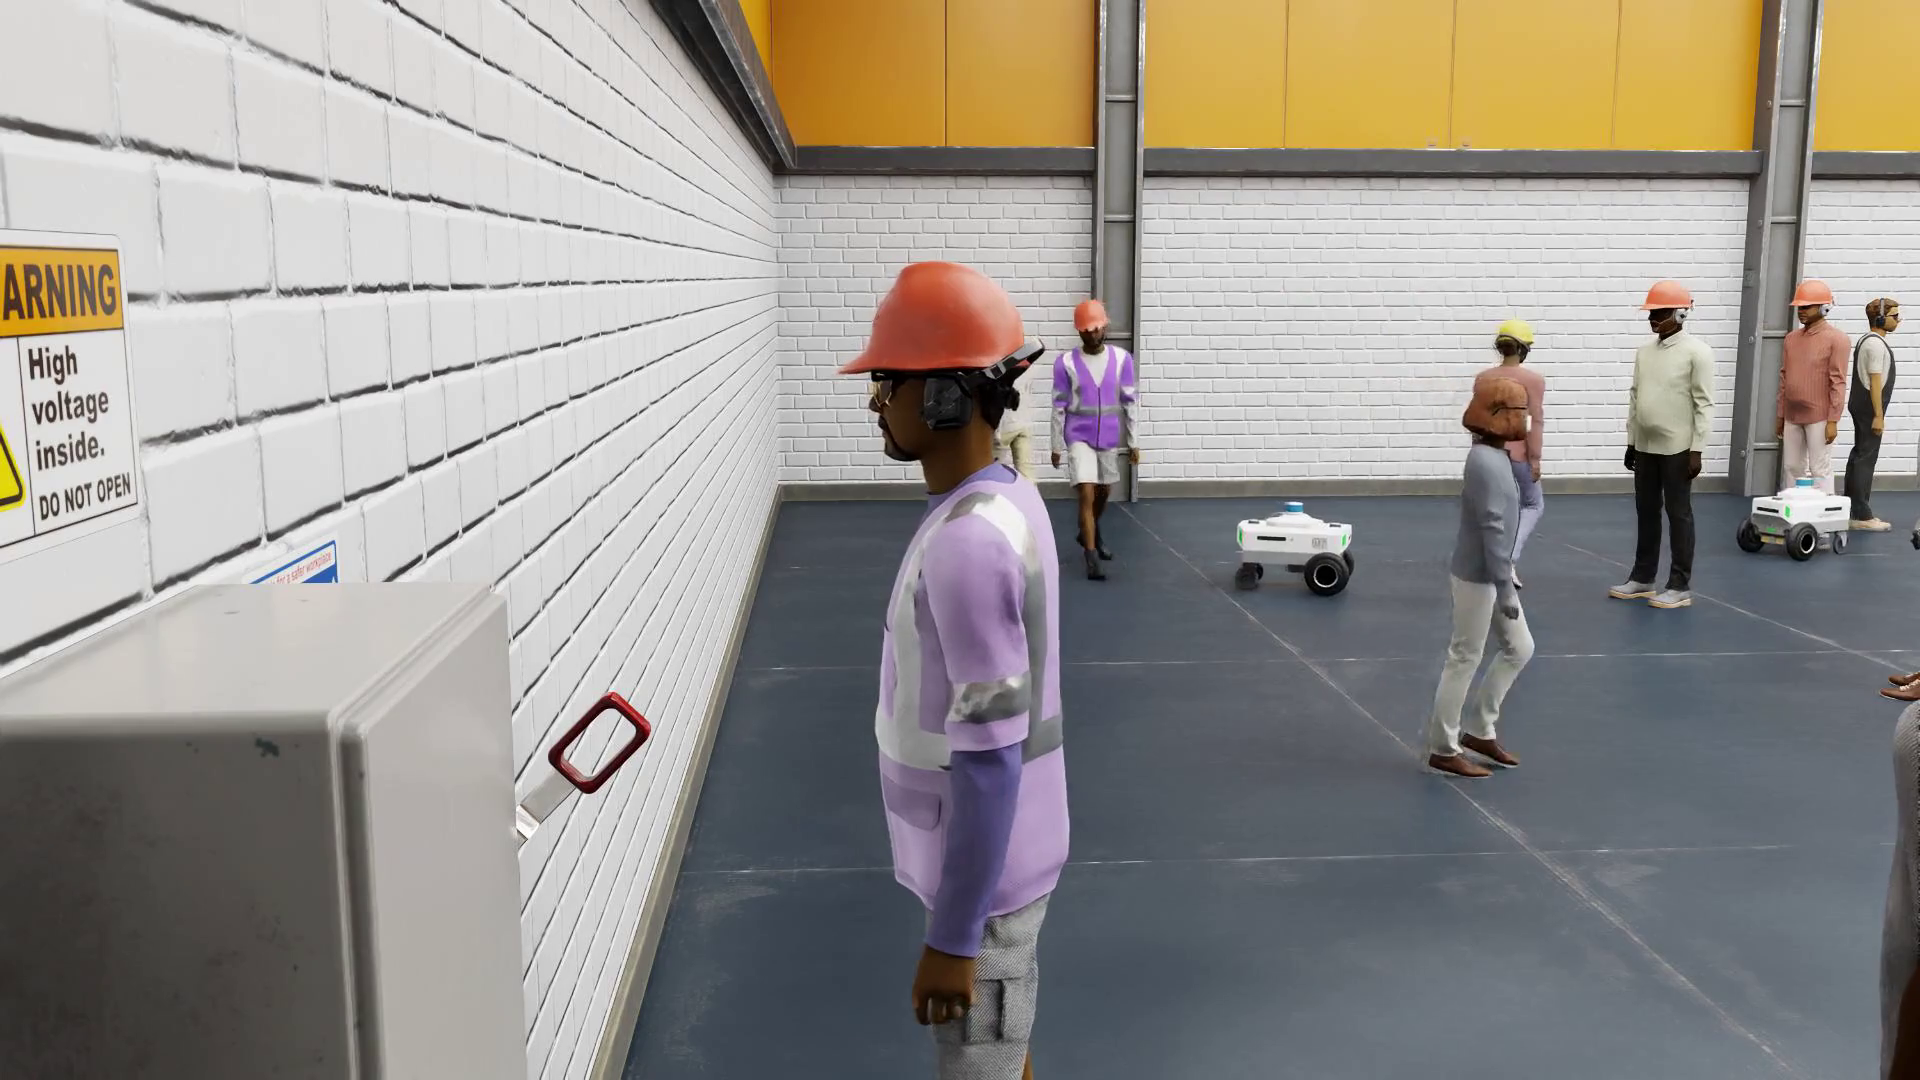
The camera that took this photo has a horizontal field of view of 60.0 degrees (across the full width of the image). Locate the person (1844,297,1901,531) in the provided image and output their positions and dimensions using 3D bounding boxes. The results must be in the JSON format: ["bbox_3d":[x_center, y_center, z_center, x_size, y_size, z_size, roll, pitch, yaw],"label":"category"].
[{"bbox_3d":[7.261,-0.998,13.237,0.346,1.847,0.505,3,9,17],"label":"person"}]

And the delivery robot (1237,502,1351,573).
[{"bbox_3d":[2.147,0.001,10.709,0.707,0.478,0.477,3,9,17],"label":"delivery robot"}]

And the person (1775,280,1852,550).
[{"bbox_3d":[6.278,-0.922,12.328,0.407,1.987,0.614,-2,9,-15],"label":"person"}]

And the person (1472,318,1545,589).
[{"bbox_3d":[3.471,-0.530,10.568,0.420,1.747,0.543,-7,11,-38],"label":"person"}]

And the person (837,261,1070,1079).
[{"bbox_3d":[-0.008,0.550,2.897,0.396,2.044,0.609,1,9,4],"label":"person"}]

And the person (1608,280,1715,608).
[{"bbox_3d":[4.295,-0.584,10.168,0.396,1.992,0.623,-3,10,-20],"label":"person"}]

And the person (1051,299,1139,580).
[{"bbox_3d":[0.883,-0.703,11.348,0.596,1.894,0.943,-2,9,-12],"label":"person"}]

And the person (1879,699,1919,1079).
[{"bbox_3d":[1.319,0.760,2.125,0.534,1.868,0.309,-4,10,-23],"label":"person"}]

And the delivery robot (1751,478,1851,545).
[{"bbox_3d":[6.081,-0.208,12.020,0.707,0.478,0.477,-4,10,-25],"label":"delivery robot"}]

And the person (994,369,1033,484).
[{"bbox_3d":[0.323,-0.857,13.103,0.705,1.610,0.515,8,12,41],"label":"person"}]

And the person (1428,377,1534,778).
[{"bbox_3d":[2.120,0.164,6.628,0.487,1.620,0.498,4,10,22],"label":"person"}]

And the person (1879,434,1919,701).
[{"bbox_3d":[4.639,-0.157,7.889,0.328,1.870,0.510,7,11,37],"label":"person"}]
